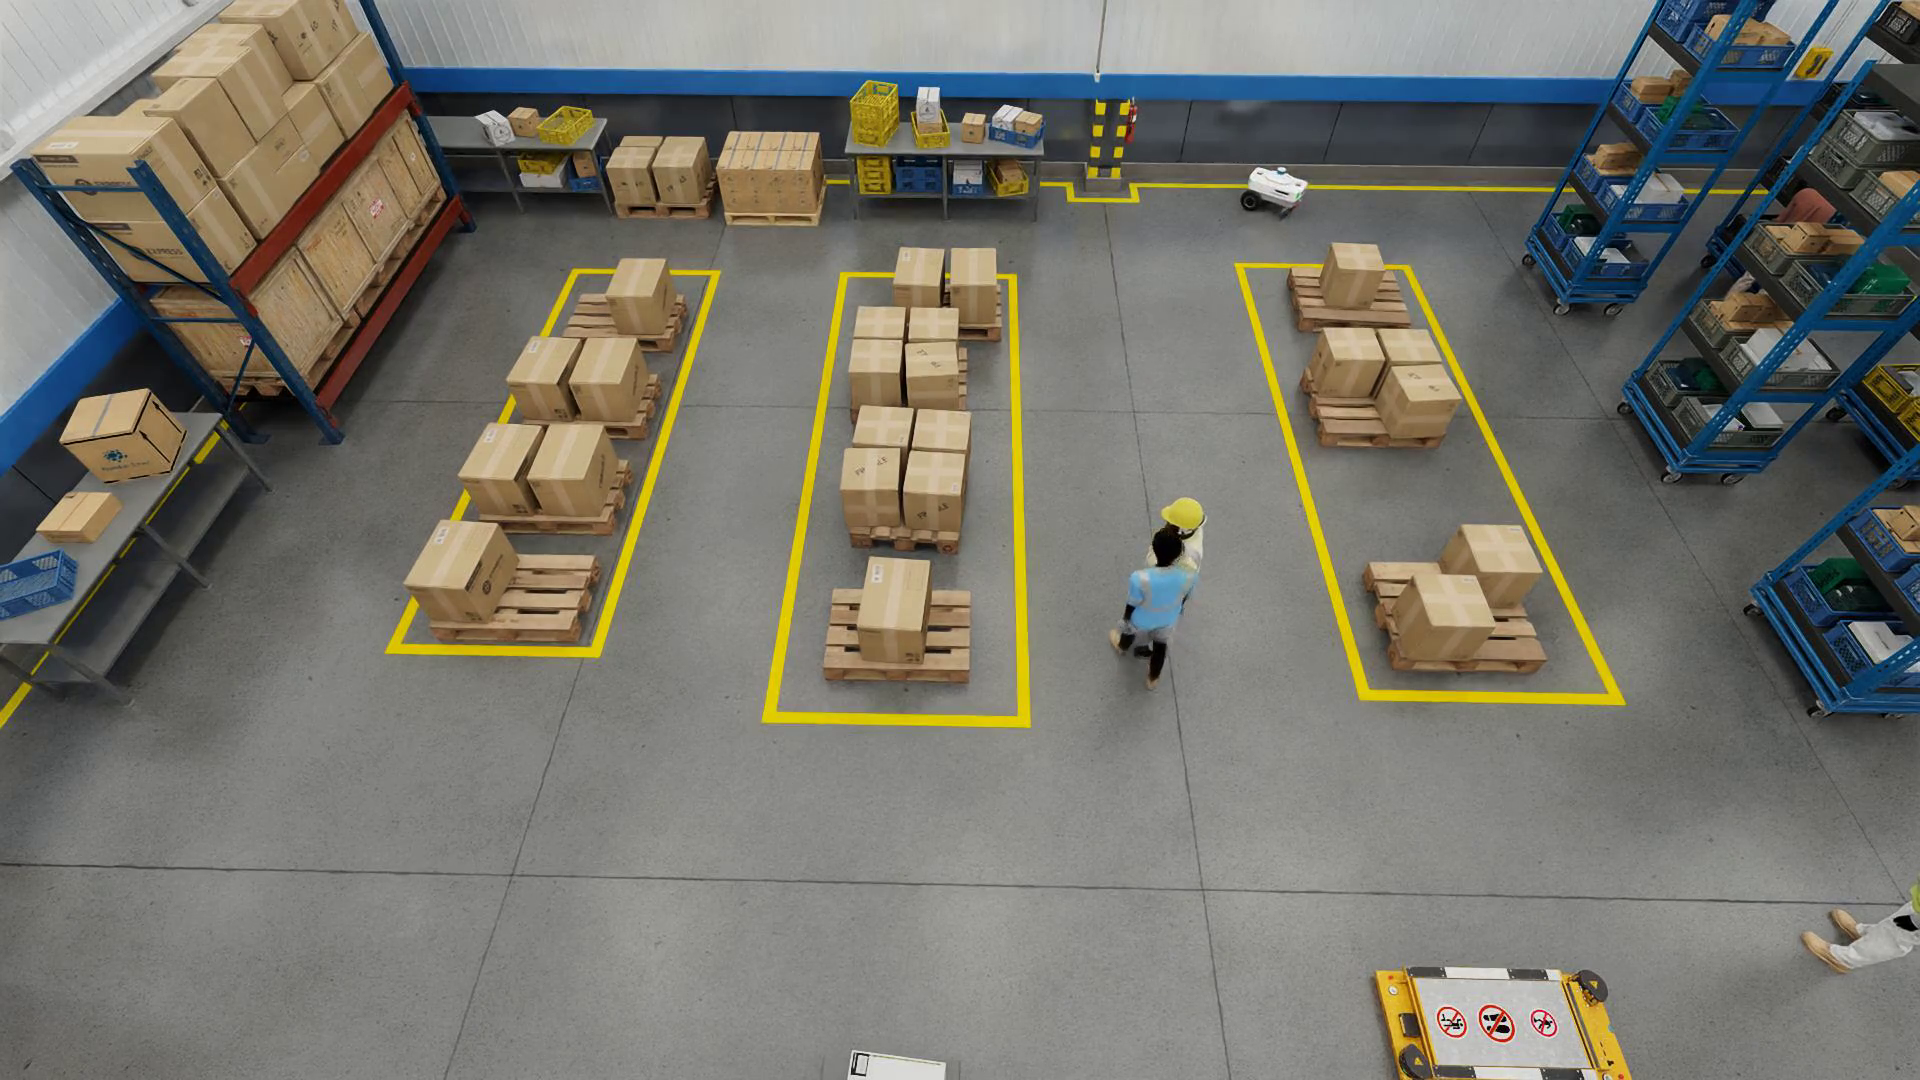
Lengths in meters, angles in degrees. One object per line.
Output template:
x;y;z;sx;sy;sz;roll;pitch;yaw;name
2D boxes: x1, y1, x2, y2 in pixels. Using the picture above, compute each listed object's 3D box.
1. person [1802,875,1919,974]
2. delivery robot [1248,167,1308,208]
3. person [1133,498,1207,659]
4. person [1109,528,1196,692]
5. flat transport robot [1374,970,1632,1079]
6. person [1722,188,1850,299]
6.073;2.239;5.638;0.627;1.843;0.429;-20;54;-15;person
4.156;-4.637;12.008;0.707;0.478;0.477;26;56;20;delivery robot
1.637;0.307;7.216;0.404;1.835;0.588;7;51;6;person
1.492;0.504;7.162;0.554;1.662;0.672;-9;51;-8;person
3.501;3.133;5.914;1.431;0.197;0.652;1;51;1;flat transport robot
8.979;-3.119;9.916;0.410;1.980;0.629;-18;53;-14;person
